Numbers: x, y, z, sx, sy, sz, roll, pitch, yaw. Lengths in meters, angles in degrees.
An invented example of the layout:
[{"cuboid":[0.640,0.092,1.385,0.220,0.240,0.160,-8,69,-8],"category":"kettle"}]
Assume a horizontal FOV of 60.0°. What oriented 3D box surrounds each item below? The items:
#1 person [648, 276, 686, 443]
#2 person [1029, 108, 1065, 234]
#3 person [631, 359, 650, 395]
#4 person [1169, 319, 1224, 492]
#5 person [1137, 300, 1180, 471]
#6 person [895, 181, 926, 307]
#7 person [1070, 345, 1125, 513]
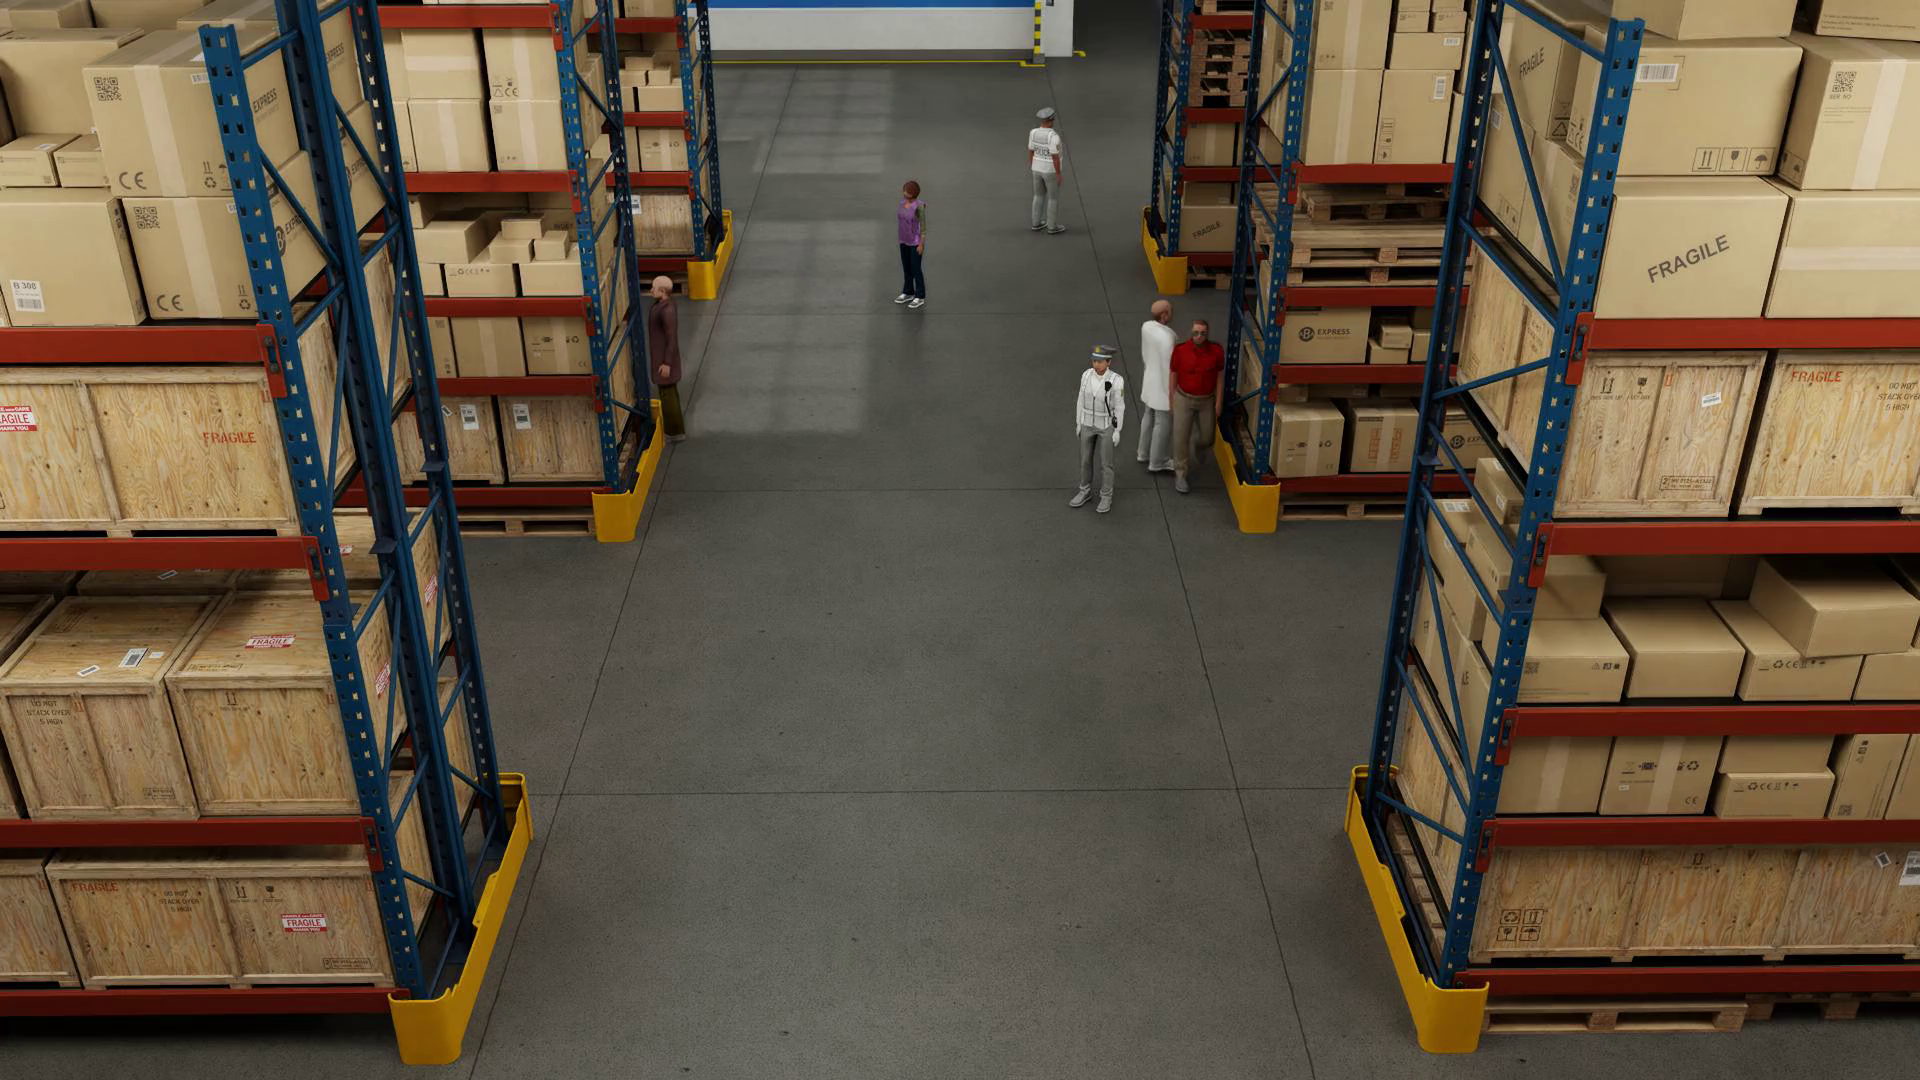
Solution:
[{"cuboid":[-3.131,-1.908,17.439,0.407,1.783,0.574,-4,29,-8],"category":"person"},{"cuboid":[1.252,-5.271,23.709,0.525,1.765,0.423,20,34,32],"category":"person"},{"cuboid":[-3.993,-2.366,18.430,0.969,1.613,0.456,-6,29,-11],"category":"person"},{"cuboid":[2.328,-1.387,16.501,0.537,1.724,0.696,0,28,0],"category":"person"},{"cuboid":[2.058,-1.590,16.813,0.379,1.780,0.579,-11,30,-20],"category":"person"},{"cuboid":[-0.622,-3.761,21.076,0.331,1.602,0.409,-24,36,-37],"category":"person"},{"cuboid":[1.332,-1.091,16.019,0.465,1.691,0.335,13,31,23],"category":"person"}]
